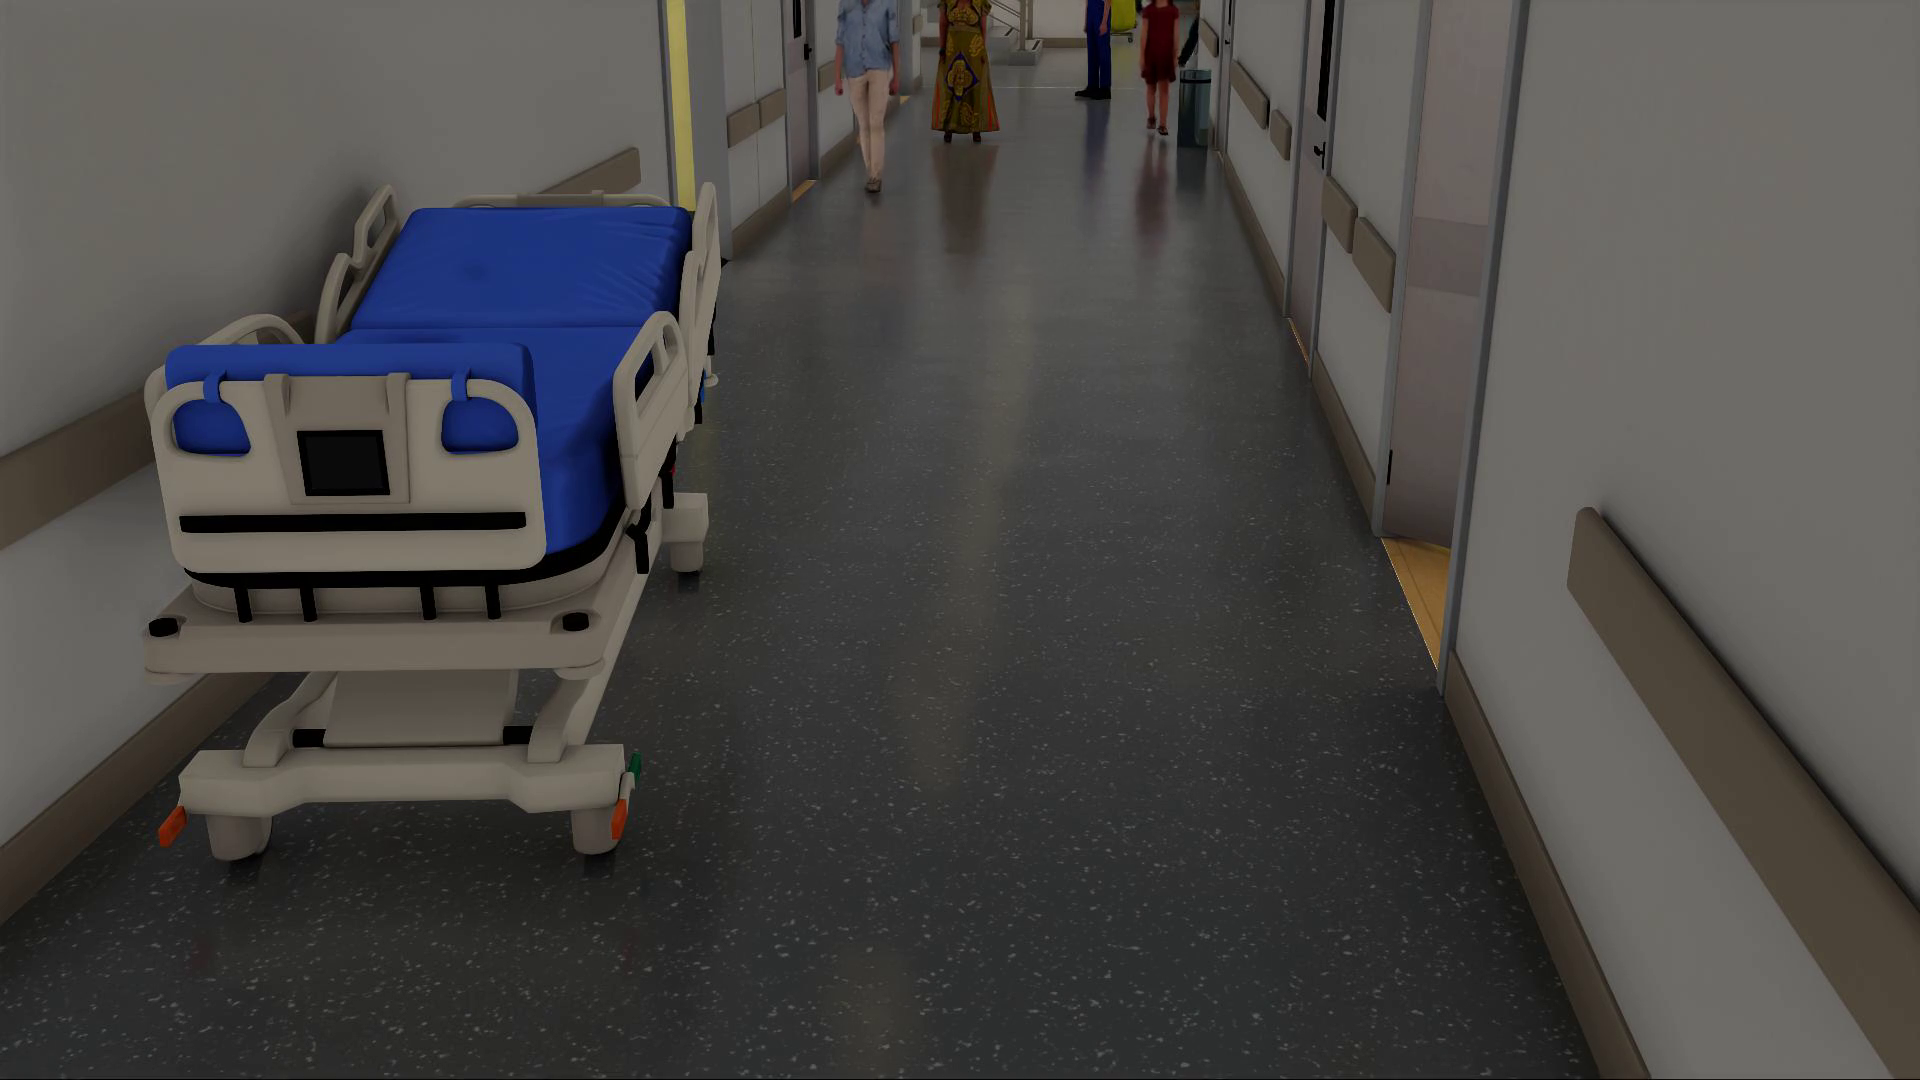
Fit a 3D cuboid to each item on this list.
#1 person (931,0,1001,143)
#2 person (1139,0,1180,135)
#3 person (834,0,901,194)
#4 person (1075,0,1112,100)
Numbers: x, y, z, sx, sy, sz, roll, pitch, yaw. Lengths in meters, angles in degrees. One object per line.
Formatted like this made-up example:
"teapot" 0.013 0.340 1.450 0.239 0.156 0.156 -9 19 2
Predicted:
"person" 0.036 -4.773 16.316 0.743 1.661 0.940 -1 21 -2
"person" 2.002 -4.874 16.773 0.997 1.518 0.598 2 21 5
"person" -0.712 -3.731 13.329 0.766 1.827 0.766 4 21 11
"person" 1.675 -6.275 20.012 0.741 1.851 0.718 -11 23 -26
